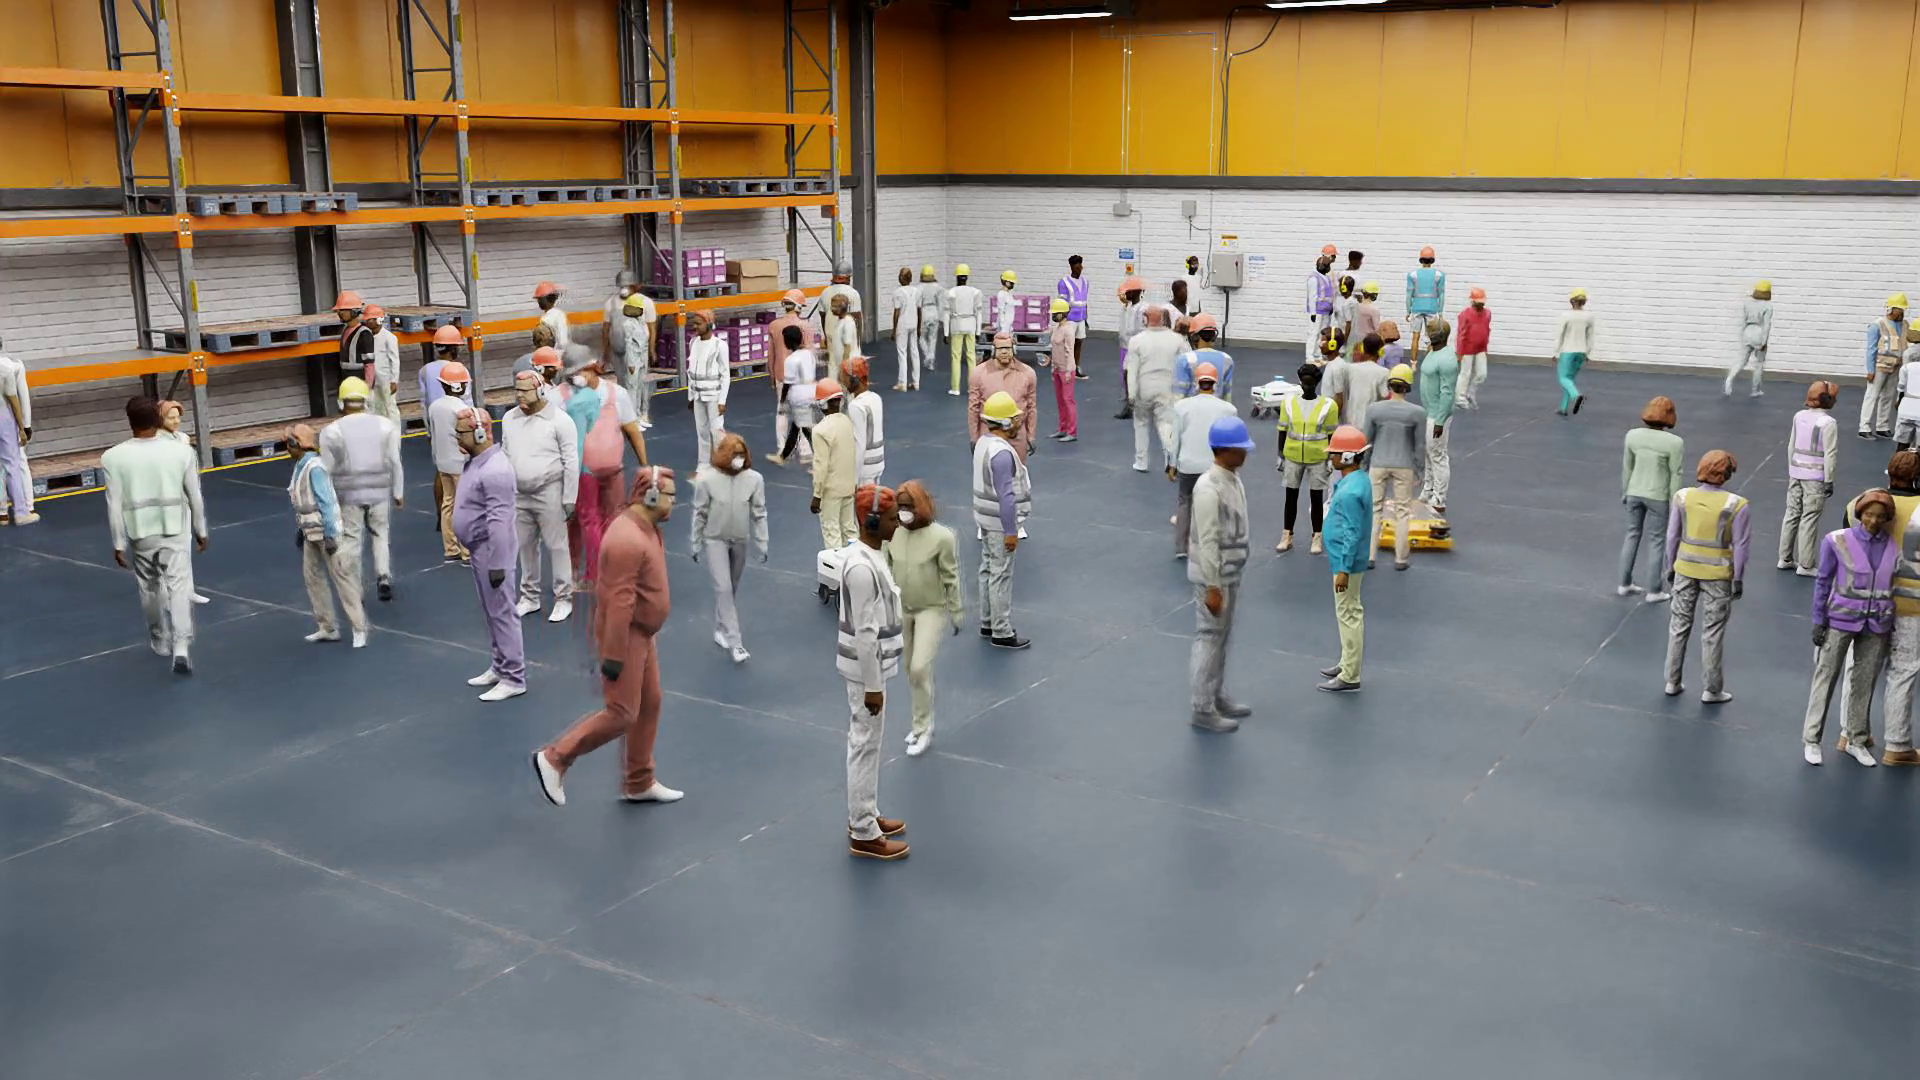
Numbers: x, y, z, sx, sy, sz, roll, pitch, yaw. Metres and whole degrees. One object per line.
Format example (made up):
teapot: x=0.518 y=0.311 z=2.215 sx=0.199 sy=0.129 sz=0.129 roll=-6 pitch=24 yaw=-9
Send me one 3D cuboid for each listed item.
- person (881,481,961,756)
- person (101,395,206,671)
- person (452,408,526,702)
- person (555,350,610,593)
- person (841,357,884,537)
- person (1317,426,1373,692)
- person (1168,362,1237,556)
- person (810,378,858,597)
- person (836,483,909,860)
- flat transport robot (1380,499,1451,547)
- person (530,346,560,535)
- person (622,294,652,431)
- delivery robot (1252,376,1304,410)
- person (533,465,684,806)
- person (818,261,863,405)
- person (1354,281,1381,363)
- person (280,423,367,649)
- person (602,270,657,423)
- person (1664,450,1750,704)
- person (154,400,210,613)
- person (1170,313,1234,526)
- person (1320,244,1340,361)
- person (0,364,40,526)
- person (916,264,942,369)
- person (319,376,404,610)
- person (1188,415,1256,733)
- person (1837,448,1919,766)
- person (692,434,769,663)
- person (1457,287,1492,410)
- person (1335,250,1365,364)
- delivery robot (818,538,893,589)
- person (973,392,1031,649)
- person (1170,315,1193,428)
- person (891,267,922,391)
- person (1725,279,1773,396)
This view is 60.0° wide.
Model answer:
person: x=-0.300 y=0.456 z=9.750 sx=0.537 sy=1.609 sz=0.623 roll=6 pitch=14 yaw=26
person: x=-5.494 y=-0.056 z=11.393 sx=0.601 sy=1.883 sz=0.952 roll=-7 pitch=15 yaw=-28
person: x=-3.069 y=0.084 z=10.764 sx=0.394 sy=1.900 sz=0.646 roll=-7 pitch=15 yaw=-26
person: x=-3.016 y=-0.572 z=13.407 sx=0.406 sy=1.987 sz=0.614 roll=2 pitch=13 yaw=8
person: x=-0.791 y=-0.548 z=13.519 sx=0.339 sy=1.885 sz=0.584 roll=3 pitch=13 yaw=14
person: x=2.515 y=0.121 z=10.909 sx=0.343 sy=1.749 sz=0.573 roll=4 pitch=14 yaw=16
person: x=2.096 y=-0.660 z=14.375 sx=0.580 sy=1.723 sz=0.506 roll=2 pitch=13 yaw=7
person: x=-1.018 y=-0.421 z=13.265 sx=0.342 sy=1.747 sz=0.571 roll=8 pitch=15 yaw=31
person: x=-0.439 y=0.649 z=8.331 sx=0.354 sy=1.886 sz=0.573 roll=-1 pitch=13 yaw=-2
flat transport robot: x=4.104 y=-0.184 z=15.481 sx=0.652 sy=0.197 sz=1.431 roll=1 pitch=13 yaw=5
person: x=-3.805 y=-0.921 z=15.427 sx=0.334 sy=1.749 sz=0.576 roll=0 pitch=13 yaw=2
person: x=-4.152 y=-2.281 z=21.364 sx=0.305 sy=1.738 sz=0.484 roll=1 pitch=13 yaw=6
delivery robot: x=4.280 y=-1.960 z=22.356 sx=0.707 sy=0.478 sz=0.477 roll=-6 pitch=14 yaw=-24
person: x=-1.862 y=0.530 z=8.877 sx=0.720 sy=1.868 sz=0.683 roll=0 pitch=13 yaw=-2
person: x=-1.604 y=-2.872 z=23.262 sx=0.675 sy=2.000 sz=0.537 roll=9 pitch=16 yaw=33
person: x=5.692 y=-2.731 z=23.253 sx=0.311 sy=1.768 sz=0.532 roll=-7 pitch=15 yaw=-29
person: x=-4.532 y=-0.032 z=11.892 sx=0.427 sy=1.610 sz=0.586 roll=-10 pitch=17 yaw=-38
person: x=-4.344 y=-2.518 z=21.728 sx=0.708 sy=2.000 sz=0.536 roll=1 pitch=13 yaw=6
person: x=4.777 y=0.232 z=10.679 sx=0.315 sy=1.638 sz=0.515 roll=-11 pitch=17 yaw=-40
person: x=-6.071 y=-0.264 z=12.836 sx=0.310 sy=1.636 sz=0.522 roll=2 pitch=13 yaw=9
person: x=2.267 y=-1.126 z=15.721 sx=0.614 sy=2.030 sz=0.409 roll=-6 pitch=14 yaw=-26
person: x=6.294 y=-4.076 z=28.589 sx=0.380 sy=1.995 sz=0.611 roll=-1 pitch=13 yaw=-6
person: x=-9.121 y=-1.046 z=15.774 sx=0.508 sy=1.846 sz=0.345 roll=0 pitch=13 yaw=1
person: x=-0.524 y=-3.665 z=27.389 sx=0.489 sy=1.732 sz=0.397 roll=-4 pitch=14 yaw=-19
person: x=-4.621 y=-0.348 z=12.815 sx=0.660 sy=1.812 sz=0.457 roll=-9 pitch=16 yaw=-33
person: x=1.587 y=0.197 z=10.169 sx=0.398 sy=1.946 sz=0.611 roll=5 pitch=14 yaw=21
person: x=5.394 y=0.379 z=9.598 sx=0.429 sy=1.844 sz=0.627 roll=-7 pitch=15 yaw=-26
person: x=-1.580 y=0.046 z=11.580 sx=0.509 sy=1.578 sz=0.852 roll=-7 pitch=15 yaw=-28
person: x=7.074 y=-2.629 z=22.908 sx=0.591 sy=1.717 sz=0.501 roll=-5 pitch=14 yaw=-22
person: x=6.482 y=-3.867 z=27.788 sx=0.416 sy=1.944 sz=0.658 roll=-4 pitch=14 yaw=-16
delivery robot: x=-0.813 y=0.232 z=12.851 sx=0.477 sy=0.478 sz=0.707 roll=-8 pitch=15 yaw=-31
person: x=0.302 y=-0.141 z=11.863 sx=0.404 sy=1.837 sz=0.589 roll=-3 pitch=13 yaw=-15
person: x=2.605 y=-1.851 z=19.736 sx=0.313 sy=1.634 sz=0.514 roll=4 pitch=14 yaw=18
person: x=-0.805 y=-3.147 z=24.885 sx=0.518 sy=1.843 sz=0.332 roll=-9 pitch=16 yaw=-34
person: x=11.551 y=-2.939 z=24.245 sx=0.684 sy=1.721 sz=0.498 roll=-8 pitch=15 yaw=-31
